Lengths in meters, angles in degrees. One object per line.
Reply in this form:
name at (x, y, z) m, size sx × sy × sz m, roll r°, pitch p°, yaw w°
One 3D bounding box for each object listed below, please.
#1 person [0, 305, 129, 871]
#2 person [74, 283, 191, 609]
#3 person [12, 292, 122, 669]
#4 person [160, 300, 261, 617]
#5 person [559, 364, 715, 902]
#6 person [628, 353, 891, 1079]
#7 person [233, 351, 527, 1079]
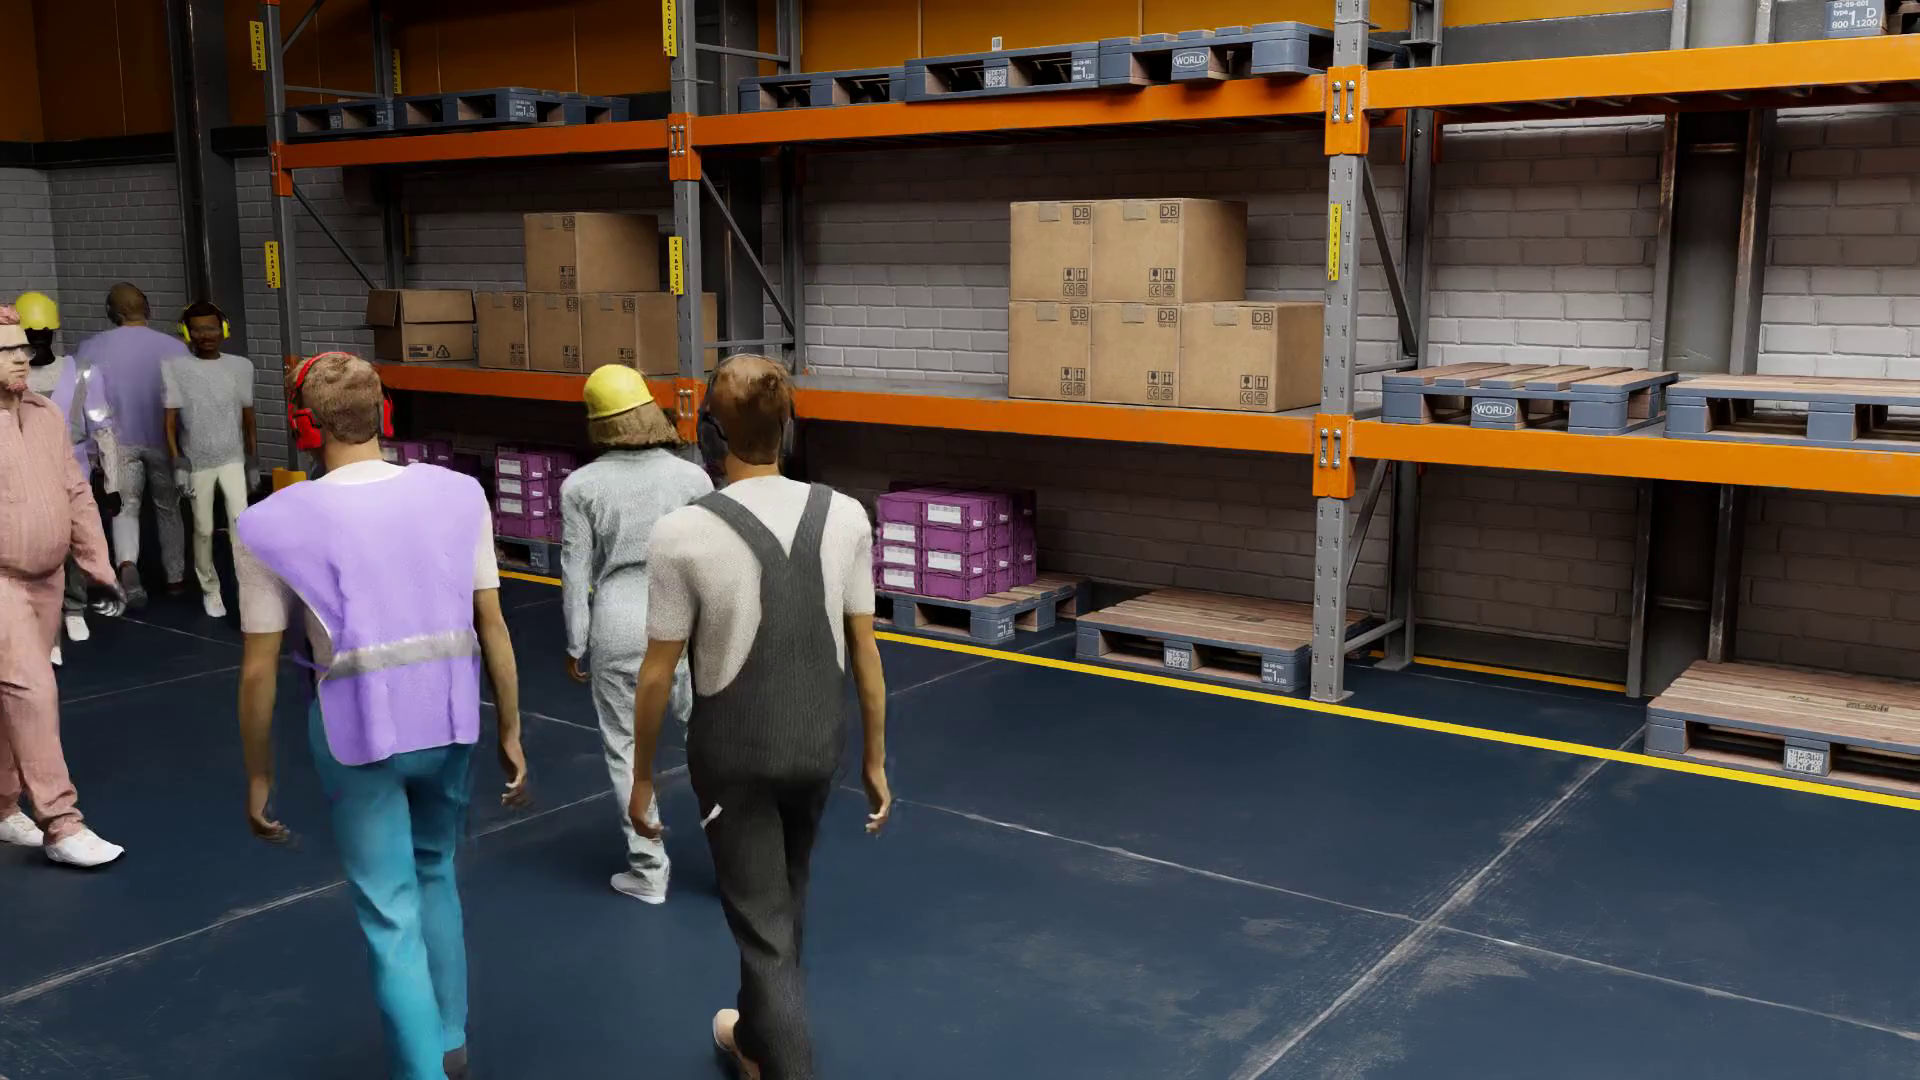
person at (-3.079, 0.161, 5.584) m, size 0.846 × 1.877 × 0.648 m, roll 1°, pitch 10°, yaw 9°
person at (-4.810, -0.550, 9.755) m, size 0.637 × 1.908 × 0.847 m, roll -4°, pitch 10°, yaw -25°
person at (-4.663, -0.331, 8.533) m, size 0.609 × 1.874 × 1.019 m, roll -6°, pitch 11°, yaw -31°
person at (-4.109, -0.413, 9.193) m, size 0.489 × 1.814 × 1.029 m, roll -6°, pitch 11°, yaw -31°
person at (-0.964, 0.297, 5.288) m, size 0.586 × 1.709 × 0.453 m, roll -3°, pitch 10°, yaw -16°
person at (-0.502, 0.490, 3.788) m, size 0.541 × 1.813 × 0.847 m, roll -6°, pitch 11°, yaw -32°
person at (-1.358, 0.480, 3.853) m, size 0.589 × 1.810 × 0.683 m, roll -8°, pitch 12°, yaw -40°
